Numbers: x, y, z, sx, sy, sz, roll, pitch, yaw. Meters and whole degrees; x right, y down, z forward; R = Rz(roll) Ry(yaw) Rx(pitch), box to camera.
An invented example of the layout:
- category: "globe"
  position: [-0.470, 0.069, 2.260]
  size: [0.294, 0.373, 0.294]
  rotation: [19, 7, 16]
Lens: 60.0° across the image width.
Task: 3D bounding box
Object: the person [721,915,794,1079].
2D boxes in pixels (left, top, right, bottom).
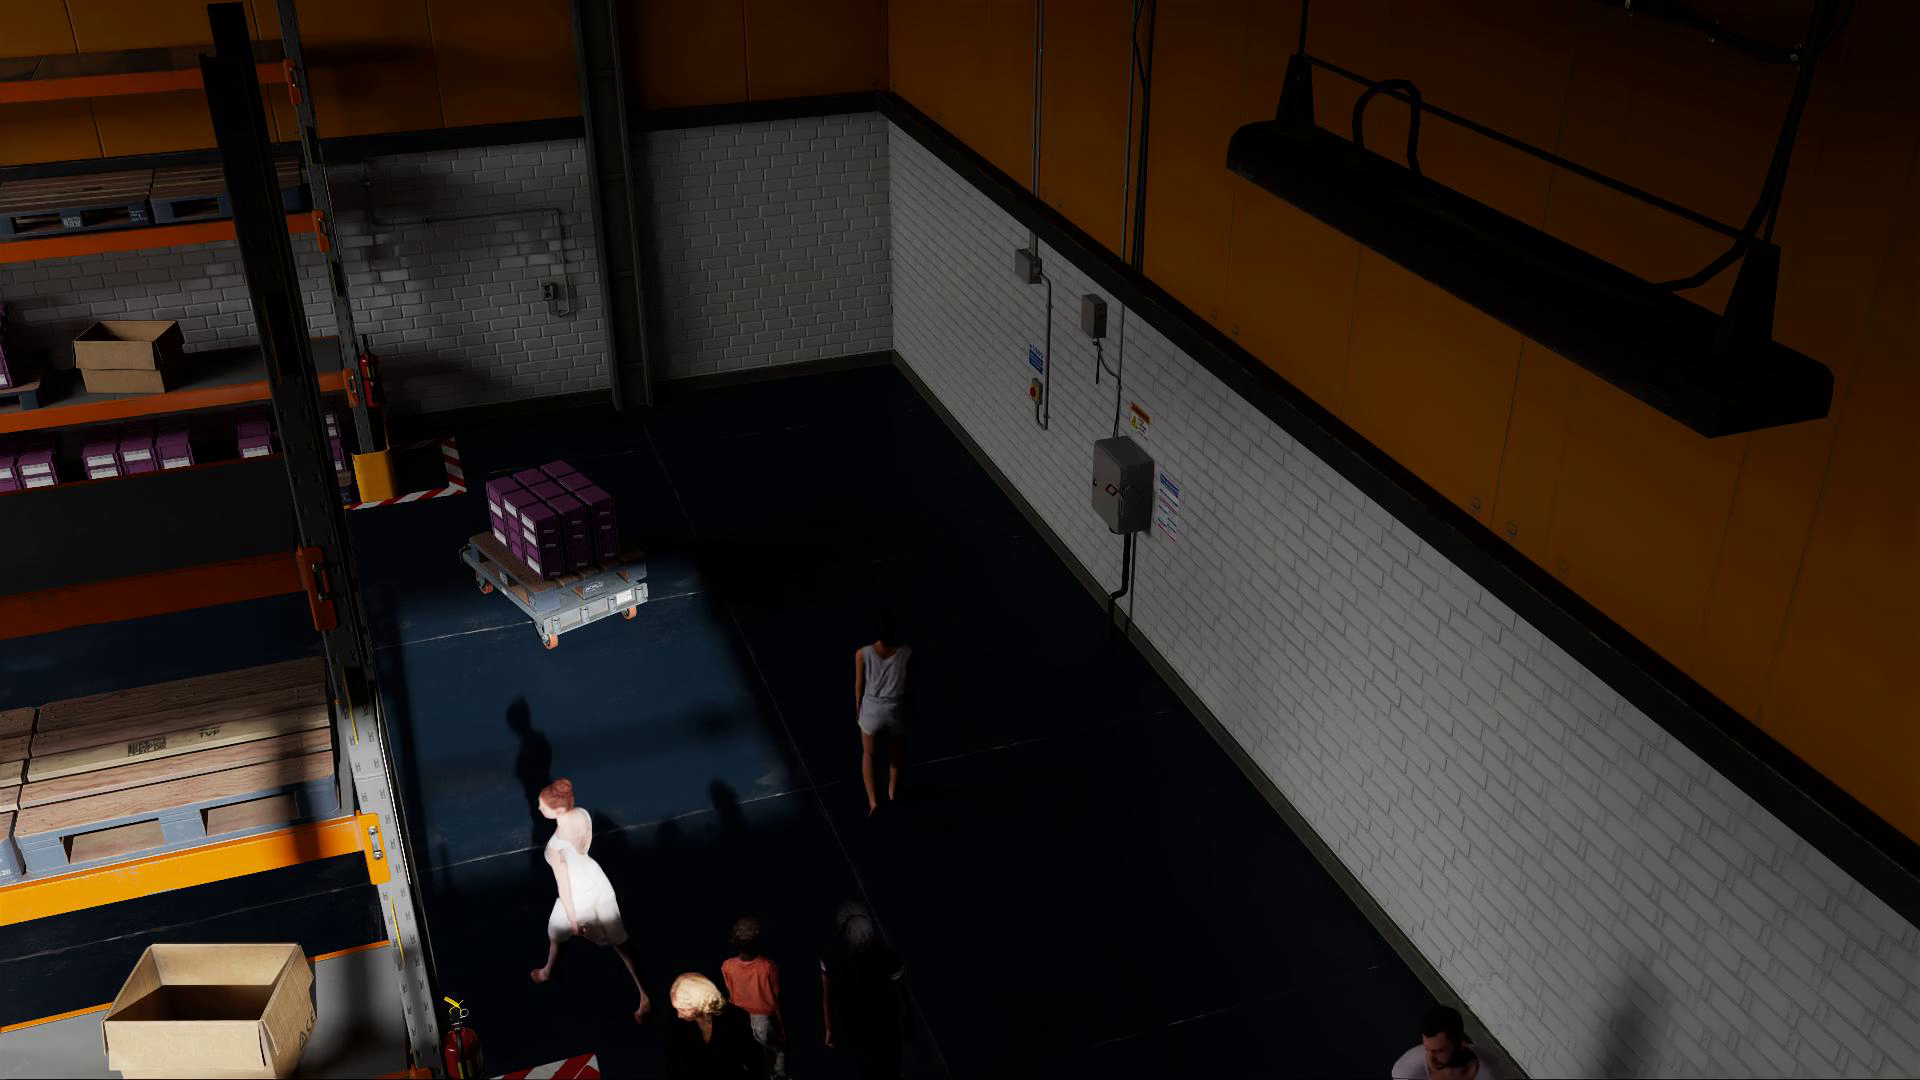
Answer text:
- category: "person"
  position: [-1.109, 2.635, 8.954]
  size: [0.600, 1.293, 0.674]
  rotation: [6, 29, 11]

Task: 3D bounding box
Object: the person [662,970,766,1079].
- category: "person"
  position: [-1.227, 2.756, 8.196]
  size: [0.996, 1.806, 0.867]
  rotation: [-6, 29, -10]

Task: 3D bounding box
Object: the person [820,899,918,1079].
- category: "person"
  position: [-0.498, 2.585, 8.625]
  size: [1.071, 1.696, 1.107]
  rotation: [13, 31, 23]

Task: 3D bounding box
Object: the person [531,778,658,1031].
- category: "person"
  position: [-2.055, 2.105, 9.472]
  size: [1.157, 1.726, 1.114]
  rotation: [14, 31, 23]

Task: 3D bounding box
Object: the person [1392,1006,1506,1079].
- category: "person"
  position: [2.327, 2.874, 7.987]
  size: [0.736, 1.799, 0.978]
  rotation: [-6, 29, -10]

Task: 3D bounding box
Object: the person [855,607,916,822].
- category: "person"
  position: [-0.508, 1.202, 11.264]
  size: [0.870, 1.597, 0.794]
  rotation: [0, 29, -1]
